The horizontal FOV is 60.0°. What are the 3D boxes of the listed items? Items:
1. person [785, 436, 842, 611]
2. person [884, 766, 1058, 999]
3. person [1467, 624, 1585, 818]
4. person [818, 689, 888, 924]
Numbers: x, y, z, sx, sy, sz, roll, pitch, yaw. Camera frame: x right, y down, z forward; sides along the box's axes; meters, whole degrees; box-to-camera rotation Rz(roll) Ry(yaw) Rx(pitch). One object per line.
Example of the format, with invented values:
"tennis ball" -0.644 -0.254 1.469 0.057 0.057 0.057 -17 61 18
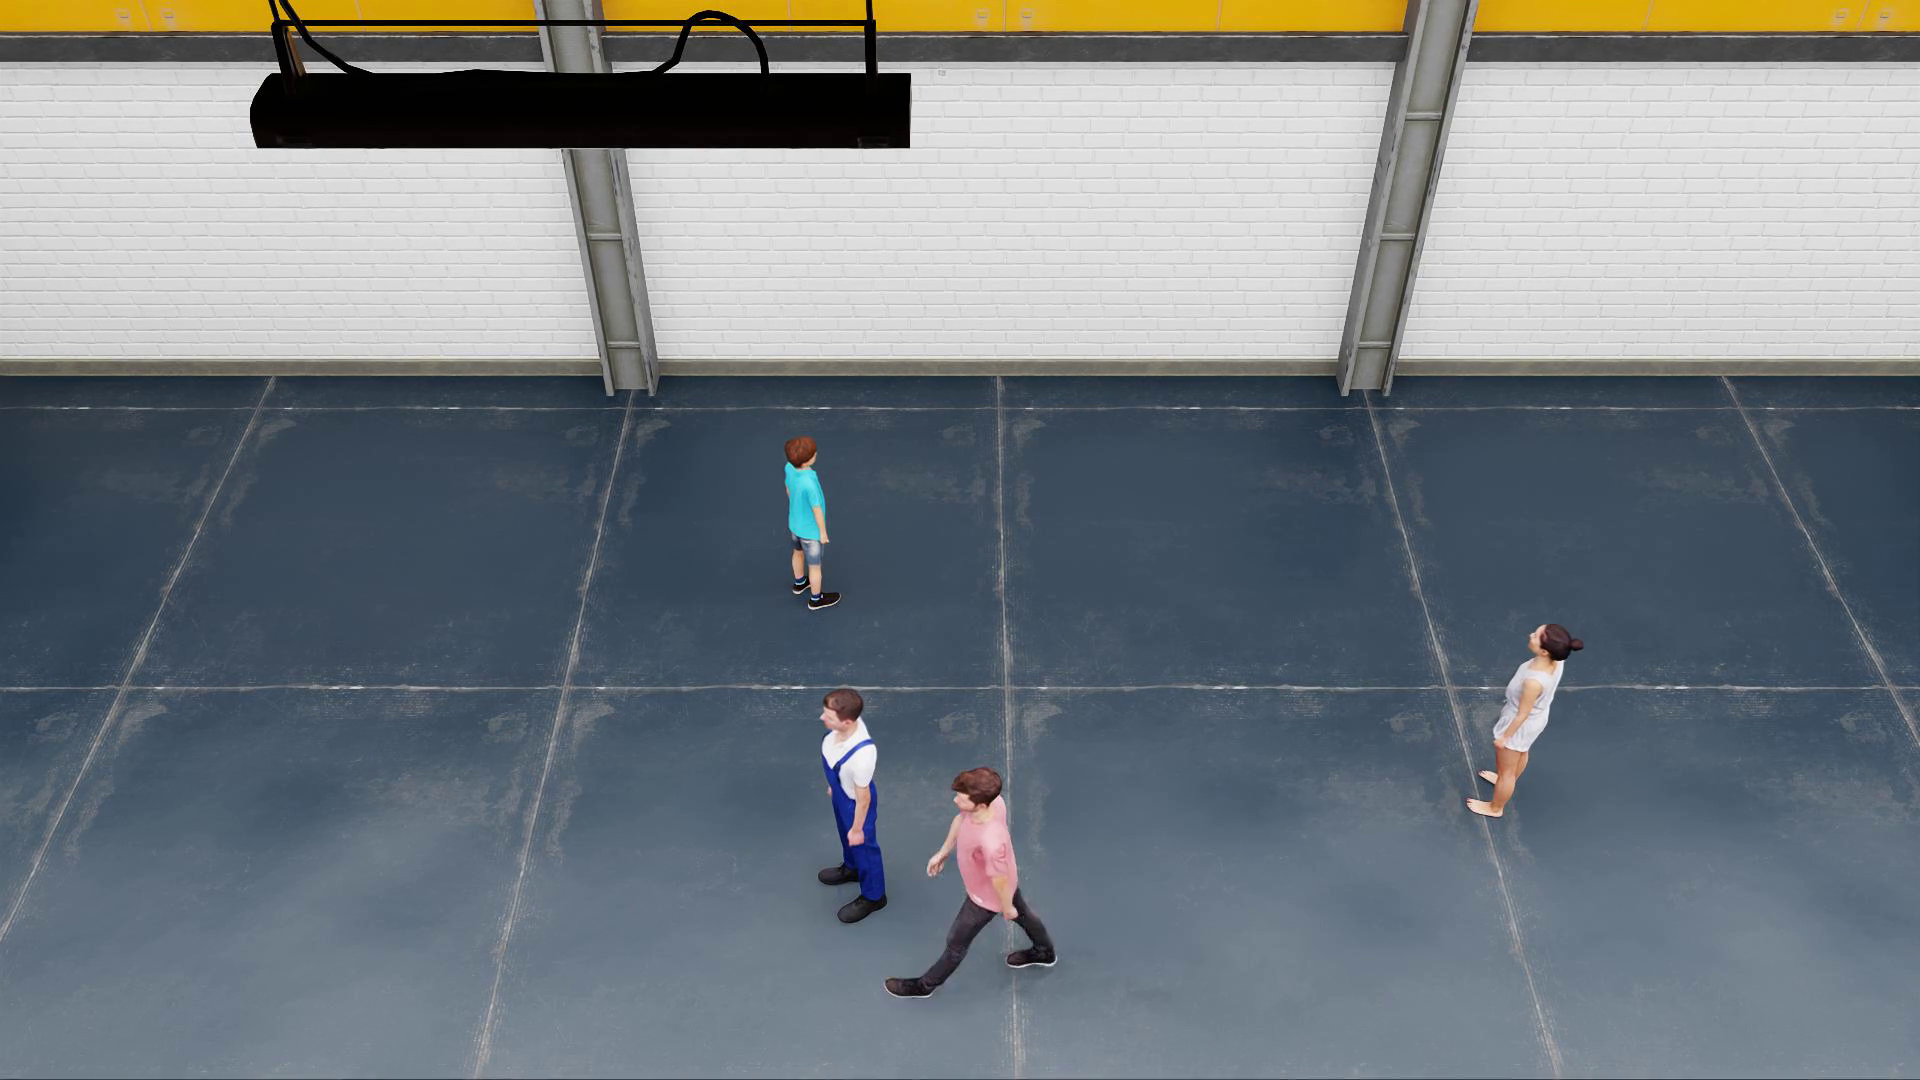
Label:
"person" -1.059 -0.139 11.431 0.629 1.449 0.595 -27 50 -25
"person" 0.268 1.849 9.010 1.249 1.910 0.688 -3 44 -3
"person" 3.405 1.077 10.043 0.706 1.604 0.666 24 49 23
"person" -0.605 1.472 9.450 0.694 1.851 0.705 -16 46 -16
